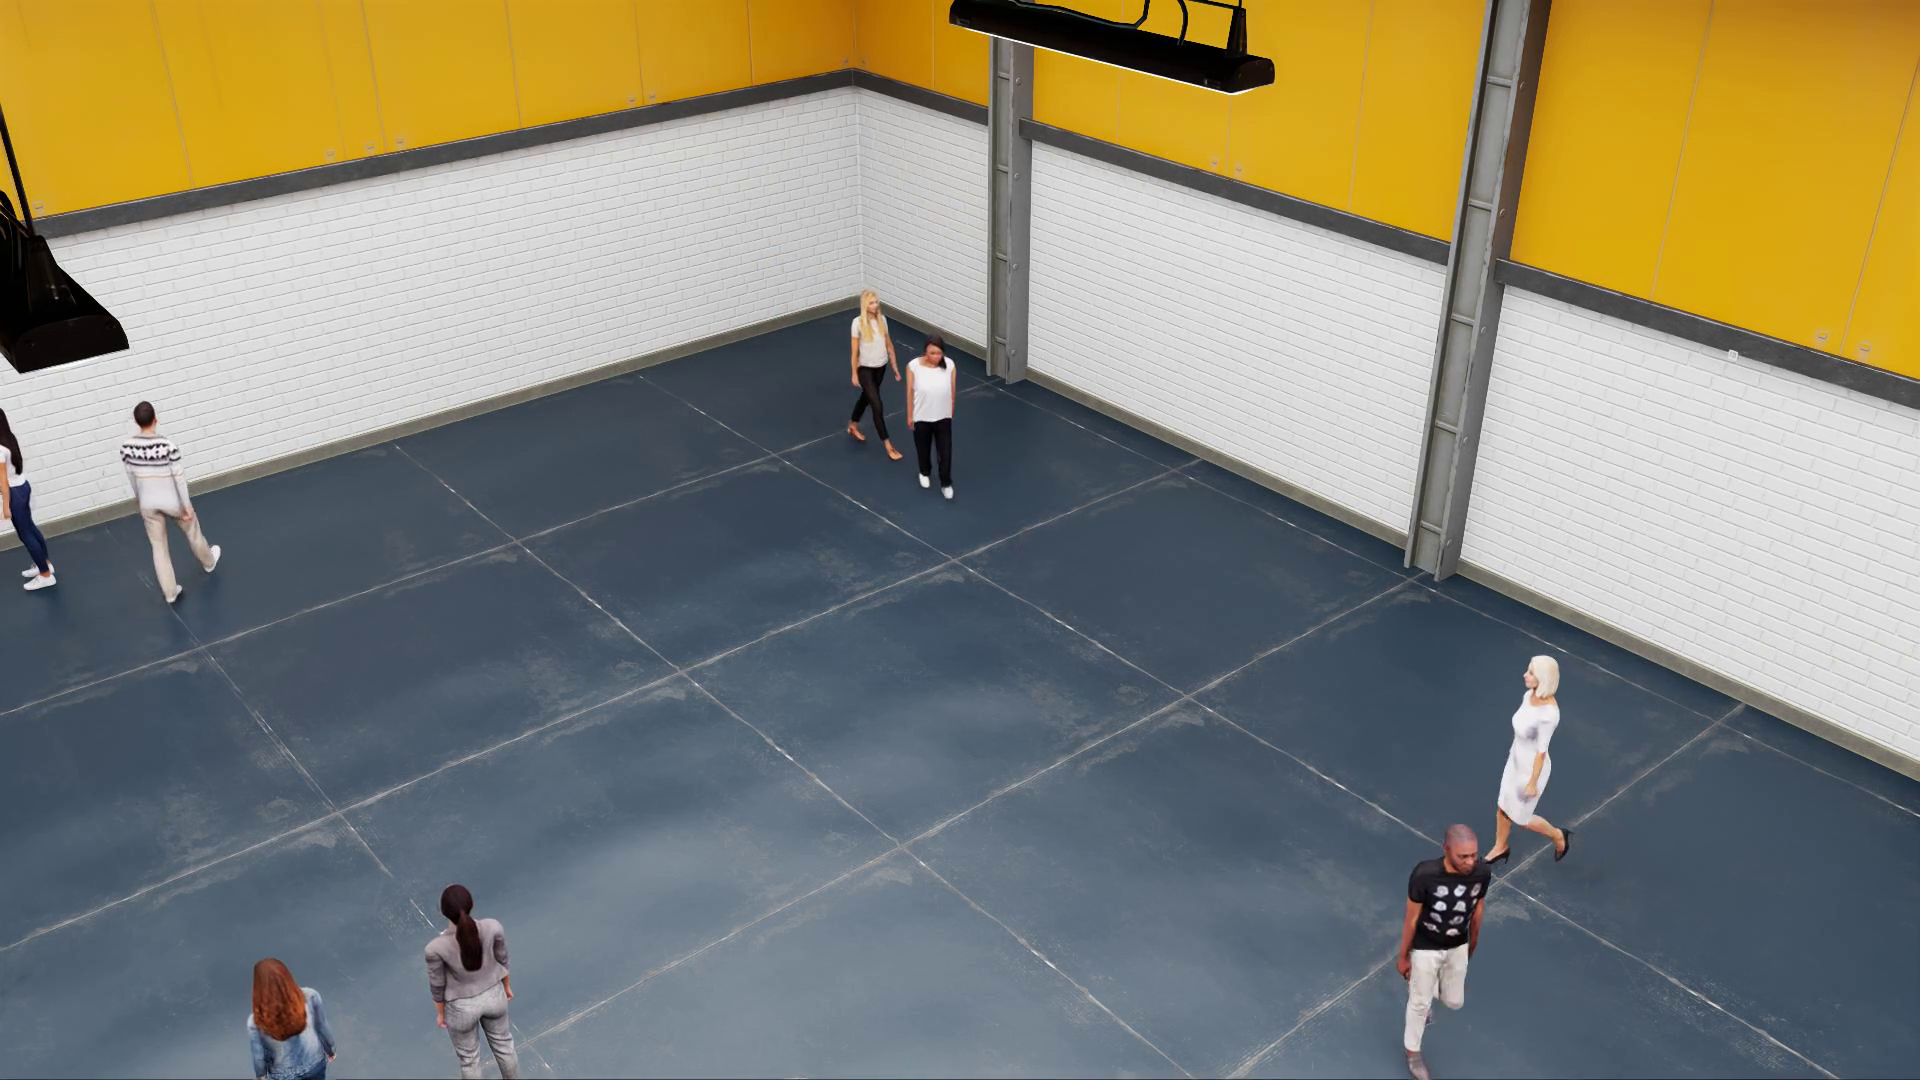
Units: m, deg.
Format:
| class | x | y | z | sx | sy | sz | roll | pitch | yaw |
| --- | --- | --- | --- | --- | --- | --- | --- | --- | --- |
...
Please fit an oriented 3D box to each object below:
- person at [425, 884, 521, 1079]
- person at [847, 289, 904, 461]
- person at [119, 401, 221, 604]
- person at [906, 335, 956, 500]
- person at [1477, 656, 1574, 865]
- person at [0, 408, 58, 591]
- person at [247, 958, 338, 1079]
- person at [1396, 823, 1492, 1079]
| class | x | y | z | sx | sy | sz | roll | pitch | yaw |
| --- | --- | --- | --- | --- | --- | --- | --- | --- | --- |
| person | -2.758 | 2.642 | 9.467 | 0.627 | 1.678 | 0.599 | -19 | 34 | -31 |
| person | -0.990 | -1.775 | 17.463 | 0.652 | 1.776 | 1.164 | -24 | 37 | -37 |
| person | -7.073 | -0.298 | 14.700 | 1.046 | 1.830 | 1.186 | -3 | 29 | -6 |
| person | -0.298 | -1.297 | 16.705 | 0.921 | 1.662 | 1.029 | -3 | 29 | -6 |
| person | 3.959 | 1.564 | 11.388 | 0.914 | 1.732 | 0.909 | -2 | 29 | -5 |
| person | -8.443 | -0.396 | 14.939 | 0.727 | 1.771 | 0.590 | -9 | 30 | -16 |
| person | -3.621 | 2.927 | 9.160 | 0.574 | 1.472 | 0.550 | -21 | 35 | -33 |
| person | 2.796 | 2.351 | 9.882 | 0.906 | 1.792 | 1.008 | -3 | 29 | -6 |
